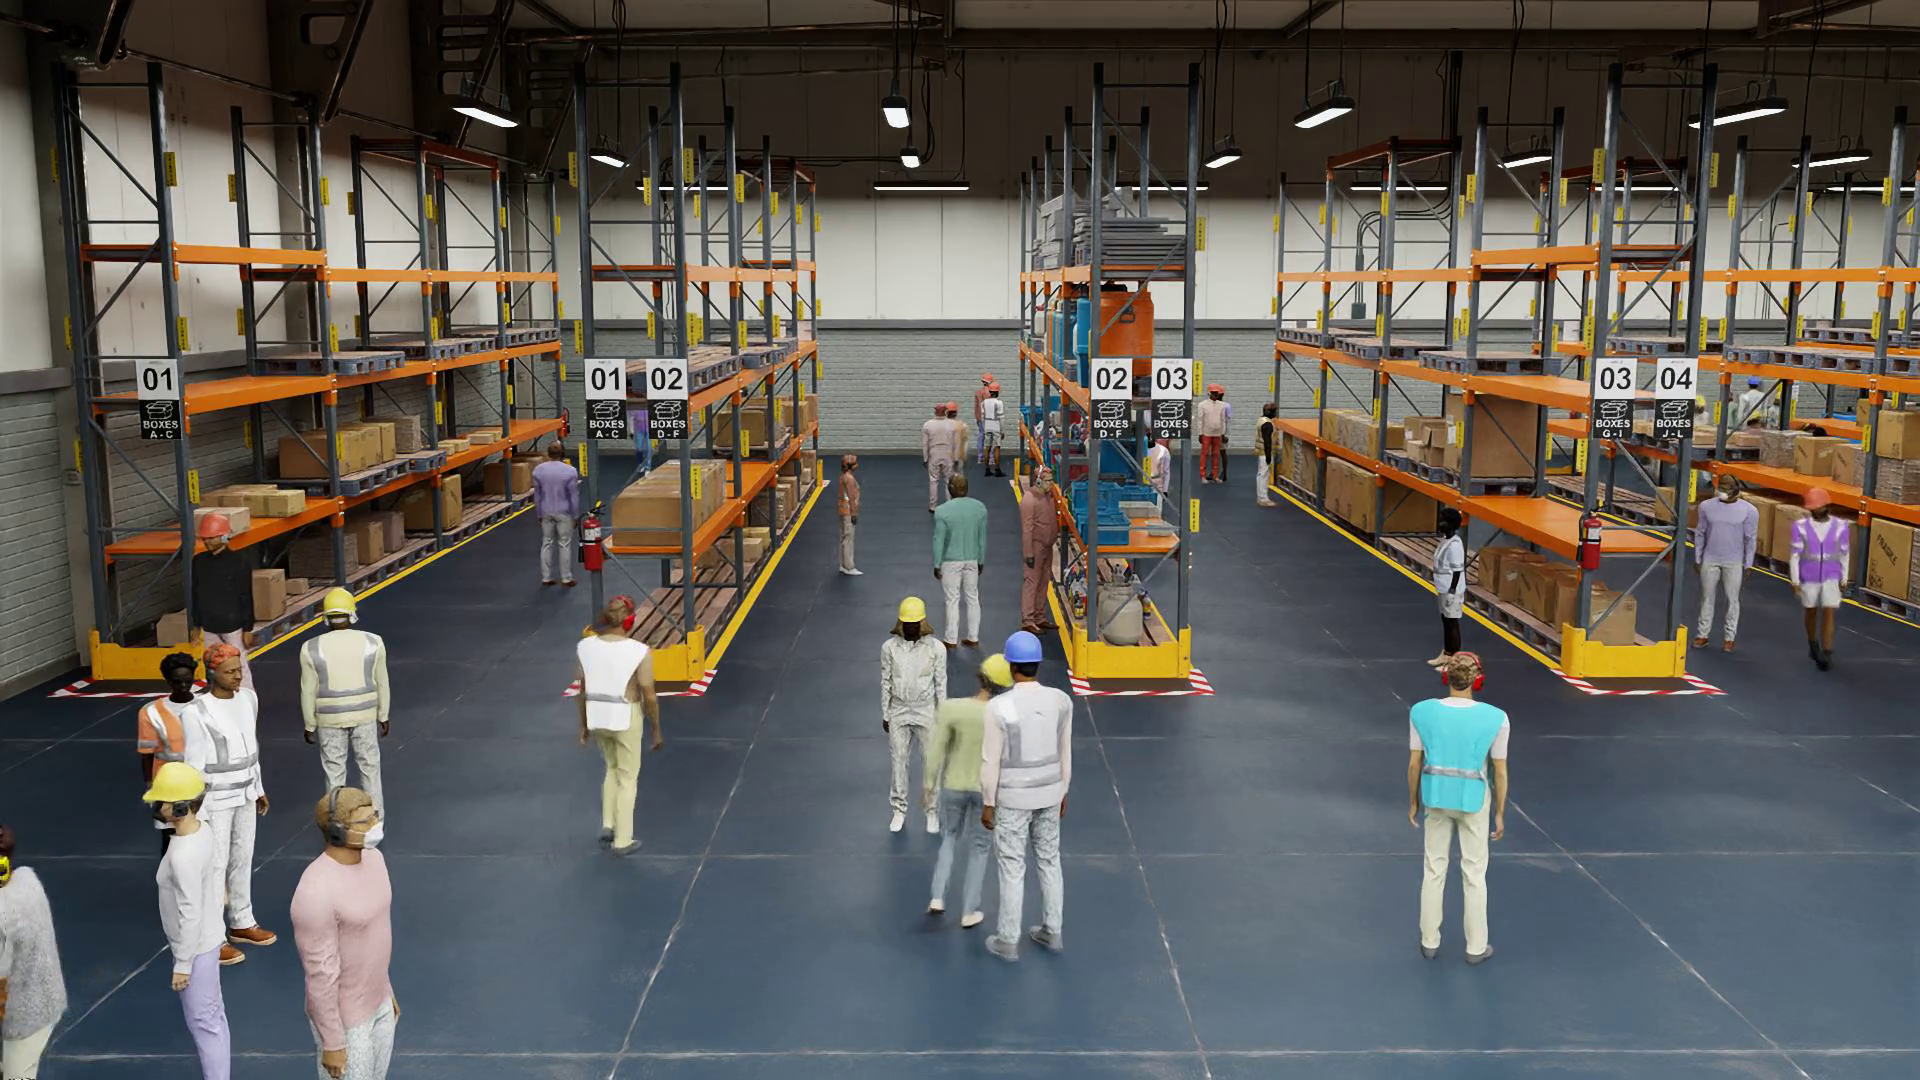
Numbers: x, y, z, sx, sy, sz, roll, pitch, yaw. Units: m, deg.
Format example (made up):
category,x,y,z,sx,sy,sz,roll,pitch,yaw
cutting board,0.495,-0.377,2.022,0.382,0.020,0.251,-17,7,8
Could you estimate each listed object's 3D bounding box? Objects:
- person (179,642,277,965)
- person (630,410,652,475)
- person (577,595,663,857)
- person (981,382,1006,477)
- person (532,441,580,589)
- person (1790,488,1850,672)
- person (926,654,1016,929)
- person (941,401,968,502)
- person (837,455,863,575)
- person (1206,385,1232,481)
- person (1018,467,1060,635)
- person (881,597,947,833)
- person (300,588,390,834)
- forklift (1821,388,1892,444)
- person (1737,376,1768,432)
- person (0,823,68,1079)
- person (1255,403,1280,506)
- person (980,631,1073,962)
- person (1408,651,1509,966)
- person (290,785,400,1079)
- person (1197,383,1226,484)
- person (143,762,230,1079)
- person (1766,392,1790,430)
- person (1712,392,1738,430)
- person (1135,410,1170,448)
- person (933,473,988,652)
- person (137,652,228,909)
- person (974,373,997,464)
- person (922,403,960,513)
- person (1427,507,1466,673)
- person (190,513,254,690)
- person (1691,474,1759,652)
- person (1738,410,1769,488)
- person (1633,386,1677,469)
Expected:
category,x,y,z,sx,sy,sz,roll,pitch,yaw
person,-4.311,1.530,9.803,0.337,1.882,0.584,2,9,15
person,-6.459,-2.269,34.136,0.611,1.913,0.447,-2,9,-13
person,-2.353,1.288,11.536,0.592,1.825,0.474,3,9,21
person,0.693,-2.249,33.942,0.543,1.938,0.356,7,11,37
person,-5.230,-0.325,21.604,0.629,1.932,0.372,2,9,11
person,8.870,0.391,17.172,0.568,1.866,1.021,4,10,23
person,0.096,1.544,10.270,0.615,1.719,0.365,2,9,11
person,-0.127,-1.461,28.960,0.555,1.910,0.547,-2,9,-13
person,-1.509,-0.343,22.631,0.311,1.642,0.512,-3,9,-16
person,5.156,-2.132,33.188,0.376,1.939,0.547,-6,11,-36
person,0.915,0.115,18.878,0.403,1.900,0.641,5,10,27
person,-0.337,1.261,12.015,0.484,1.736,0.322,1,9,8
person,-4.349,1.249,11.784,0.595,1.828,0.403,-4,10,-27
forklift,20.072,-3.110,36.462,1.873,2.768,1.129,0,9,0
person,17.073,-2.552,35.868,0.615,1.943,0.410,0,9,2
person,-3.892,2.012,6.870,0.370,1.846,0.573,-2,9,-15
person,5.467,-1.525,29.604,0.430,1.841,0.624,1,9,3
person,0.389,1.500,9.842,0.611,1.938,0.425,-5,10,-29
person,2.890,1.563,9.711,0.564,1.846,0.394,4,10,26
person,-2.500,1.957,6.883,0.372,1.940,0.631,0,9,2
person,4.965,-2.099,32.790,0.612,1.997,0.375,-3,9,-20
person,-3.612,1.898,7.805,0.304,1.772,0.525,-3,9,-20
person,16.867,-2.198,34.271,0.489,1.736,0.323,-1,9,-7
person,16.753,-2.478,36.428,0.537,1.628,0.340,2,9,11
person,3.539,-1.769,30.527,0.687,2.000,0.882,-3,9,-17
person,0.001,0.239,17.957,0.626,1.934,0.373,-4,10,-26
person,-4.861,1.527,10.446,0.530,1.690,0.319,-6,11,-33
person,0.593,-2.644,36.298,0.622,1.993,0.384,8,12,43
person,-0.328,-1.407,28.627,0.643,1.908,0.408,0,9,-3
person,4.982,0.509,16.966,0.321,1.697,0.530,1,9,4
person,-6.430,0.750,14.494,0.612,1.991,0.405,3,9,19
person,8.233,0.241,17.940,0.627,1.935,0.371,7,11,38
person,14.013,-1.430,29.341,0.524,1.726,0.876,-3,9,-19
person,14.913,-2.386,35.314,0.960,1.814,0.505,6,11,33
